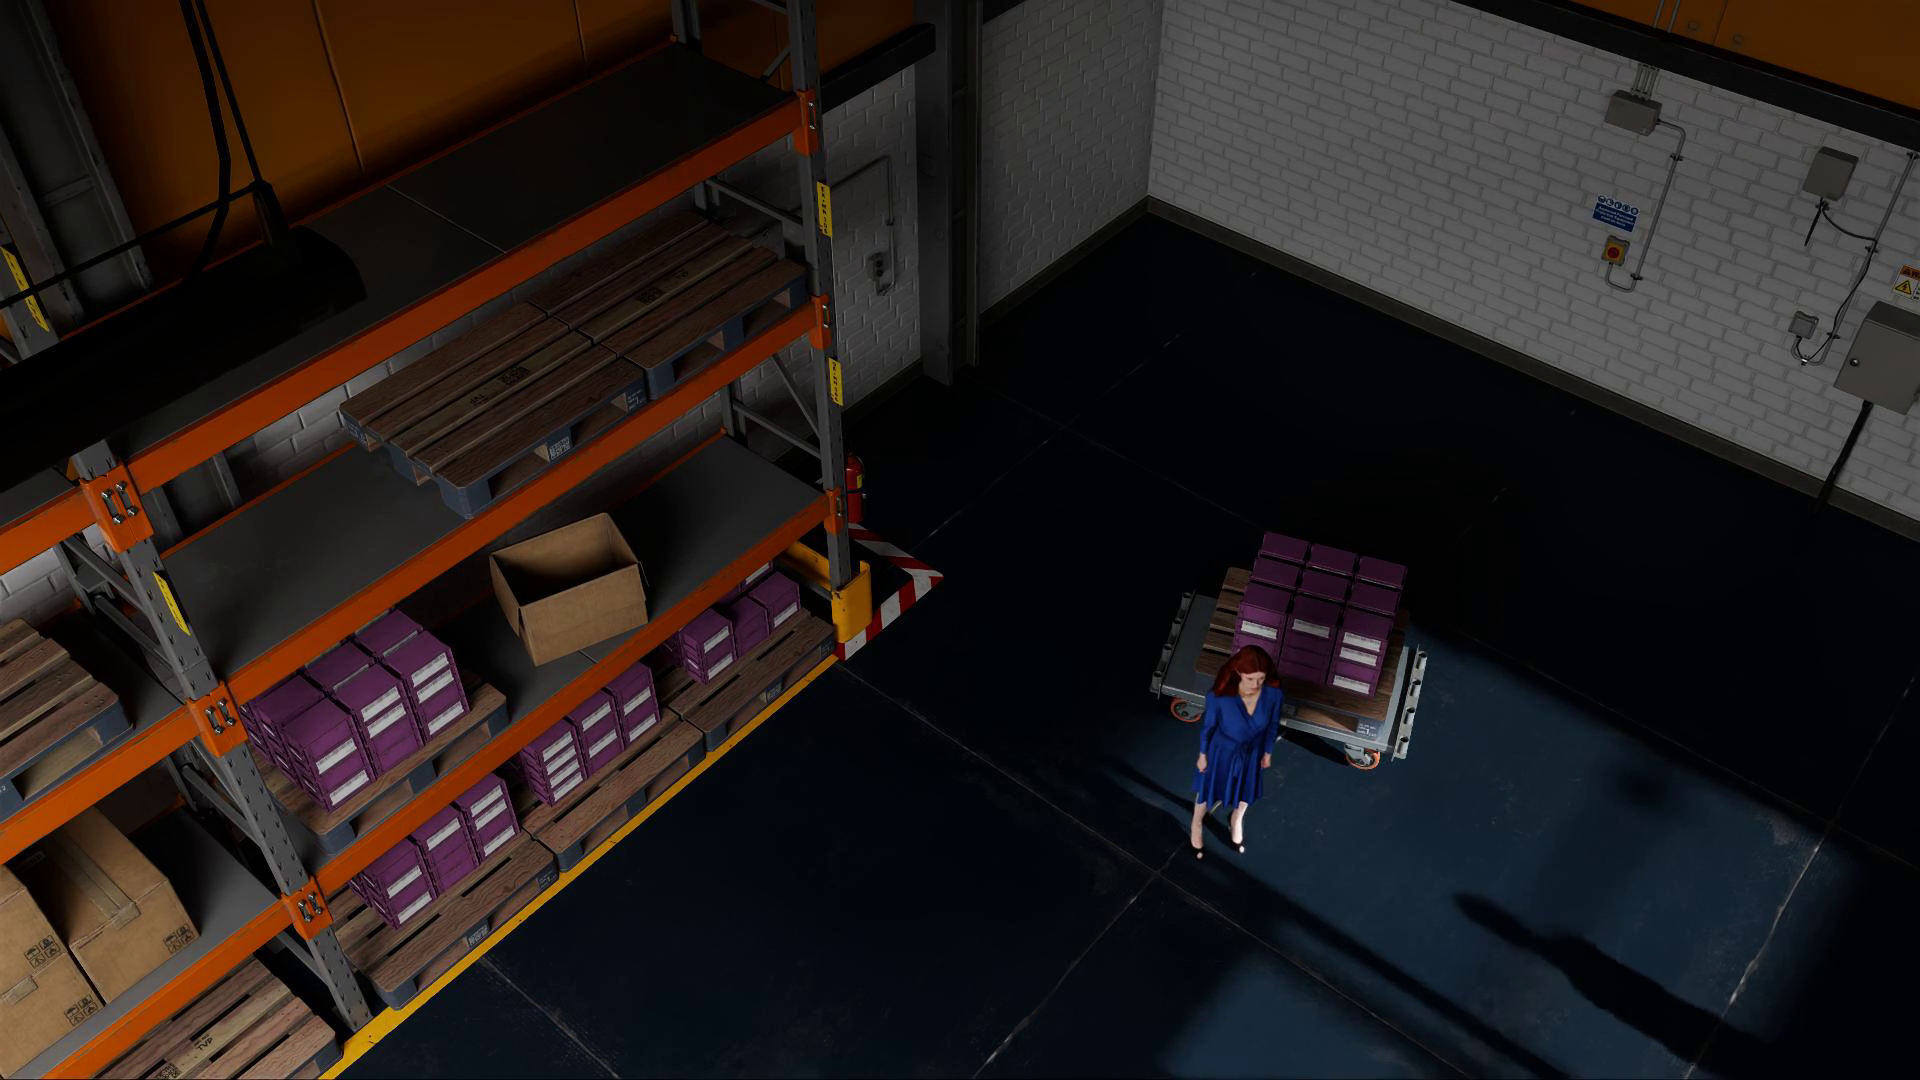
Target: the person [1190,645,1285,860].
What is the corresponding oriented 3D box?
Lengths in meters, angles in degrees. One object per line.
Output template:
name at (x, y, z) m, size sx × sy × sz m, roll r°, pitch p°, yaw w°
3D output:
person at (1.583, 1.221, 9.586) m, size 0.709 × 1.824 × 0.768 m, roll -3°, pitch 44°, yaw -3°
